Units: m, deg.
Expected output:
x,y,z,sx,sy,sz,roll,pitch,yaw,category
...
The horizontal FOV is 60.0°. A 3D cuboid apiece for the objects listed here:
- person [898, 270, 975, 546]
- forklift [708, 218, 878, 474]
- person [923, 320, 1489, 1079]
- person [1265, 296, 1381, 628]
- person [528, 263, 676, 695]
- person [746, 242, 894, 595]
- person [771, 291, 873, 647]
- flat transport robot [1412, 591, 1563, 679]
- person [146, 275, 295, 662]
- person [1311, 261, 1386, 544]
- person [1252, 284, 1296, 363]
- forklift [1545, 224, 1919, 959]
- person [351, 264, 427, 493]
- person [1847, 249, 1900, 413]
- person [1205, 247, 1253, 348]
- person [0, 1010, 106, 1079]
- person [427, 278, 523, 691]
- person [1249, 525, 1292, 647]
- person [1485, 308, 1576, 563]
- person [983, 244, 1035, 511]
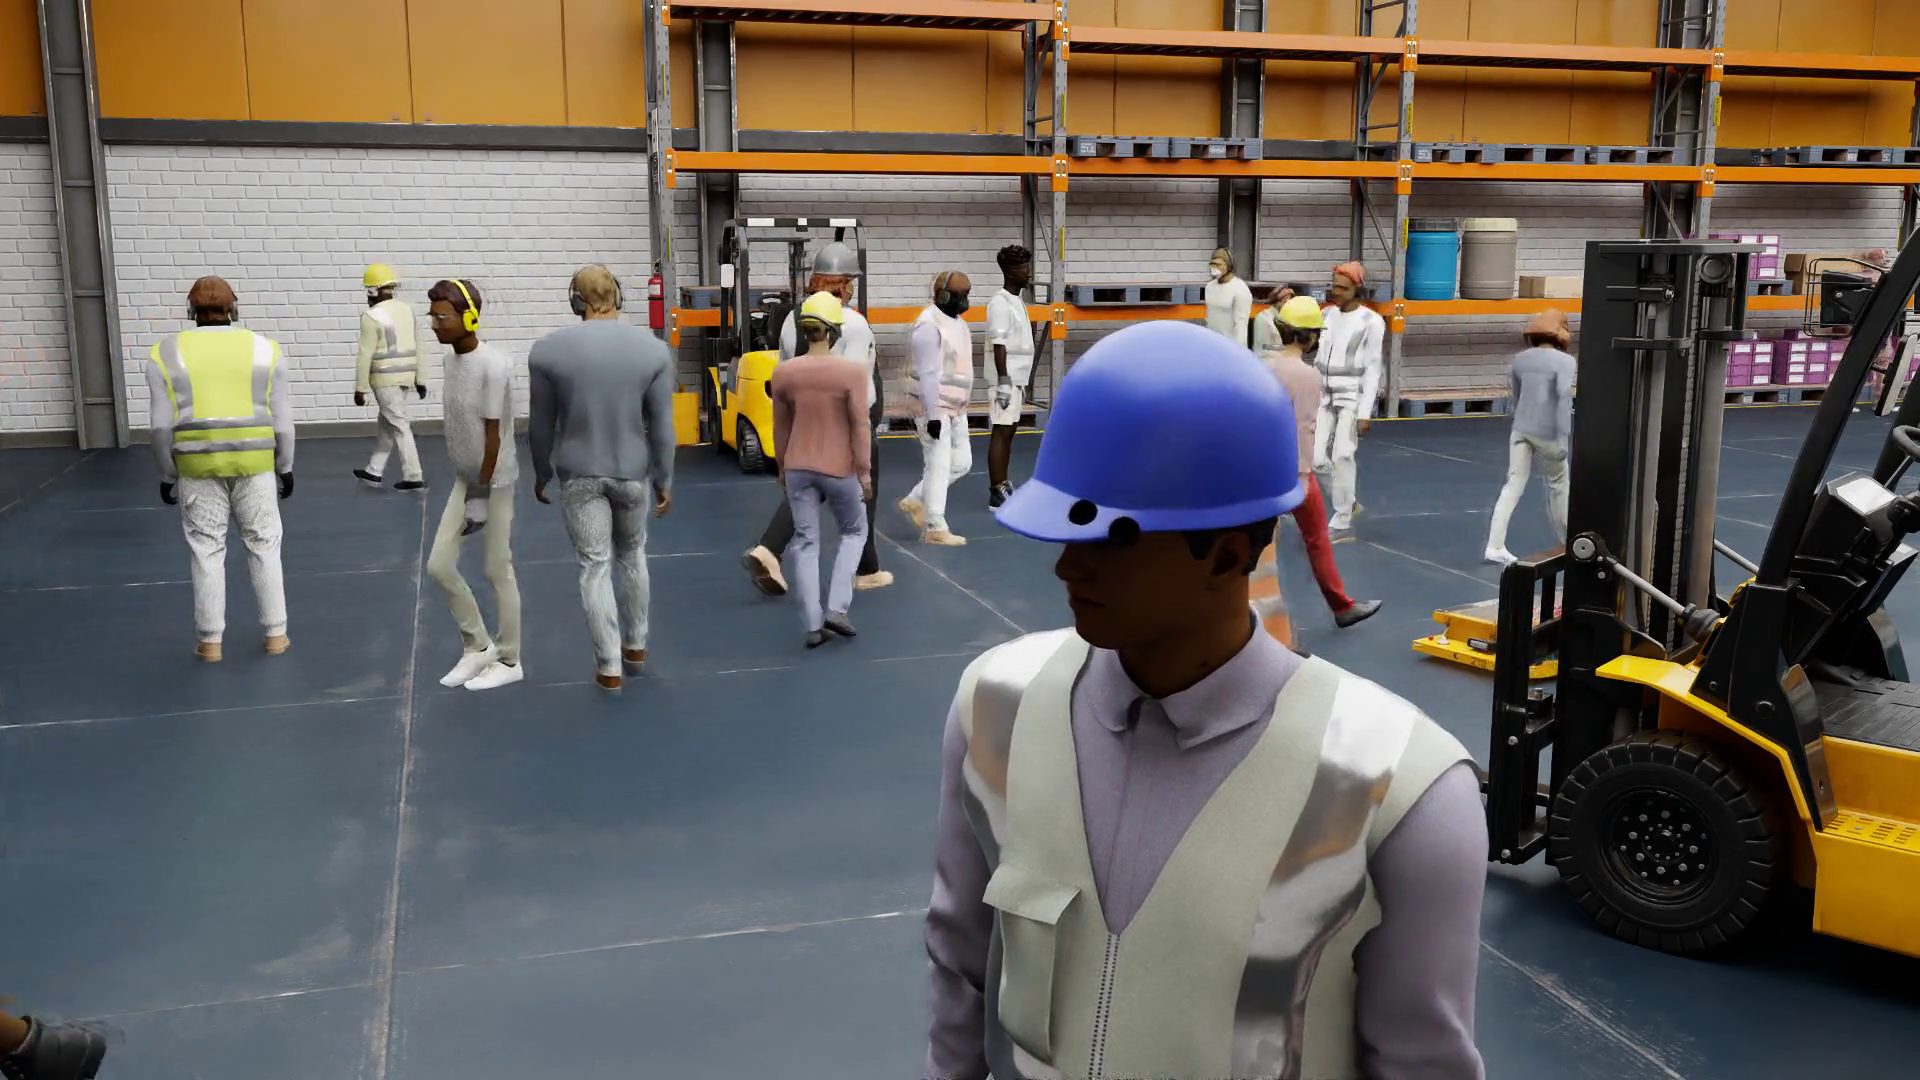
x,y,z,sx,sy,sz,roll,pitch,yaw,category
-0.150,-0.858,10.936,0.504,1.818,0.638,5,11,24,person
-1.522,-1.778,14.899,1.214,2.155,2.313,-3,11,-17,forklift
0.219,0.746,1.746,0.605,1.944,0.402,7,12,33,person
1.721,-0.366,8.436,0.892,1.714,0.549,-4,11,-22,person
-1.632,-0.289,7.553,0.620,1.902,0.802,-4,11,-21,person
-0.785,-0.688,9.346,0.681,2.000,0.891,9,14,42,person
-0.671,-0.346,8.237,0.550,1.748,0.408,3,11,17,person
2.939,0.424,8.101,1.431,0.197,0.652,-7,12,-34,flat transport robot
-3.516,-0.338,7.975,0.632,1.840,0.429,-5,12,-28,person
2.506,-0.883,10.886,0.424,1.868,0.607,-6,12,-29,person
2.993,-1.657,15.912,0.579,1.581,0.828,-8,13,-36,person
2.909,0.117,4.508,2.313,2.155,1.214,9,14,40,forklift
-4.629,-1.272,13.185,0.855,1.798,0.625,3,11,16,person
10.522,-2.386,19.097,0.815,1.876,0.692,-3,11,-15,person
2.409,-1.704,15.235,0.675,1.915,0.673,-6,12,-29,person
-2.167,0.463,3.335,0.543,1.926,0.544,9,14,40,person
-2.150,-0.223,7.341,0.512,1.841,0.498,8,13,38,person
0.759,0.323,5.022,0.720,1.593,0.567,7,12,33,person
3.618,-0.642,10.336,0.859,1.579,0.544,-6,12,-29,person
0.368,-1.193,12.327,0.373,1.963,0.607,3,11,14,person
